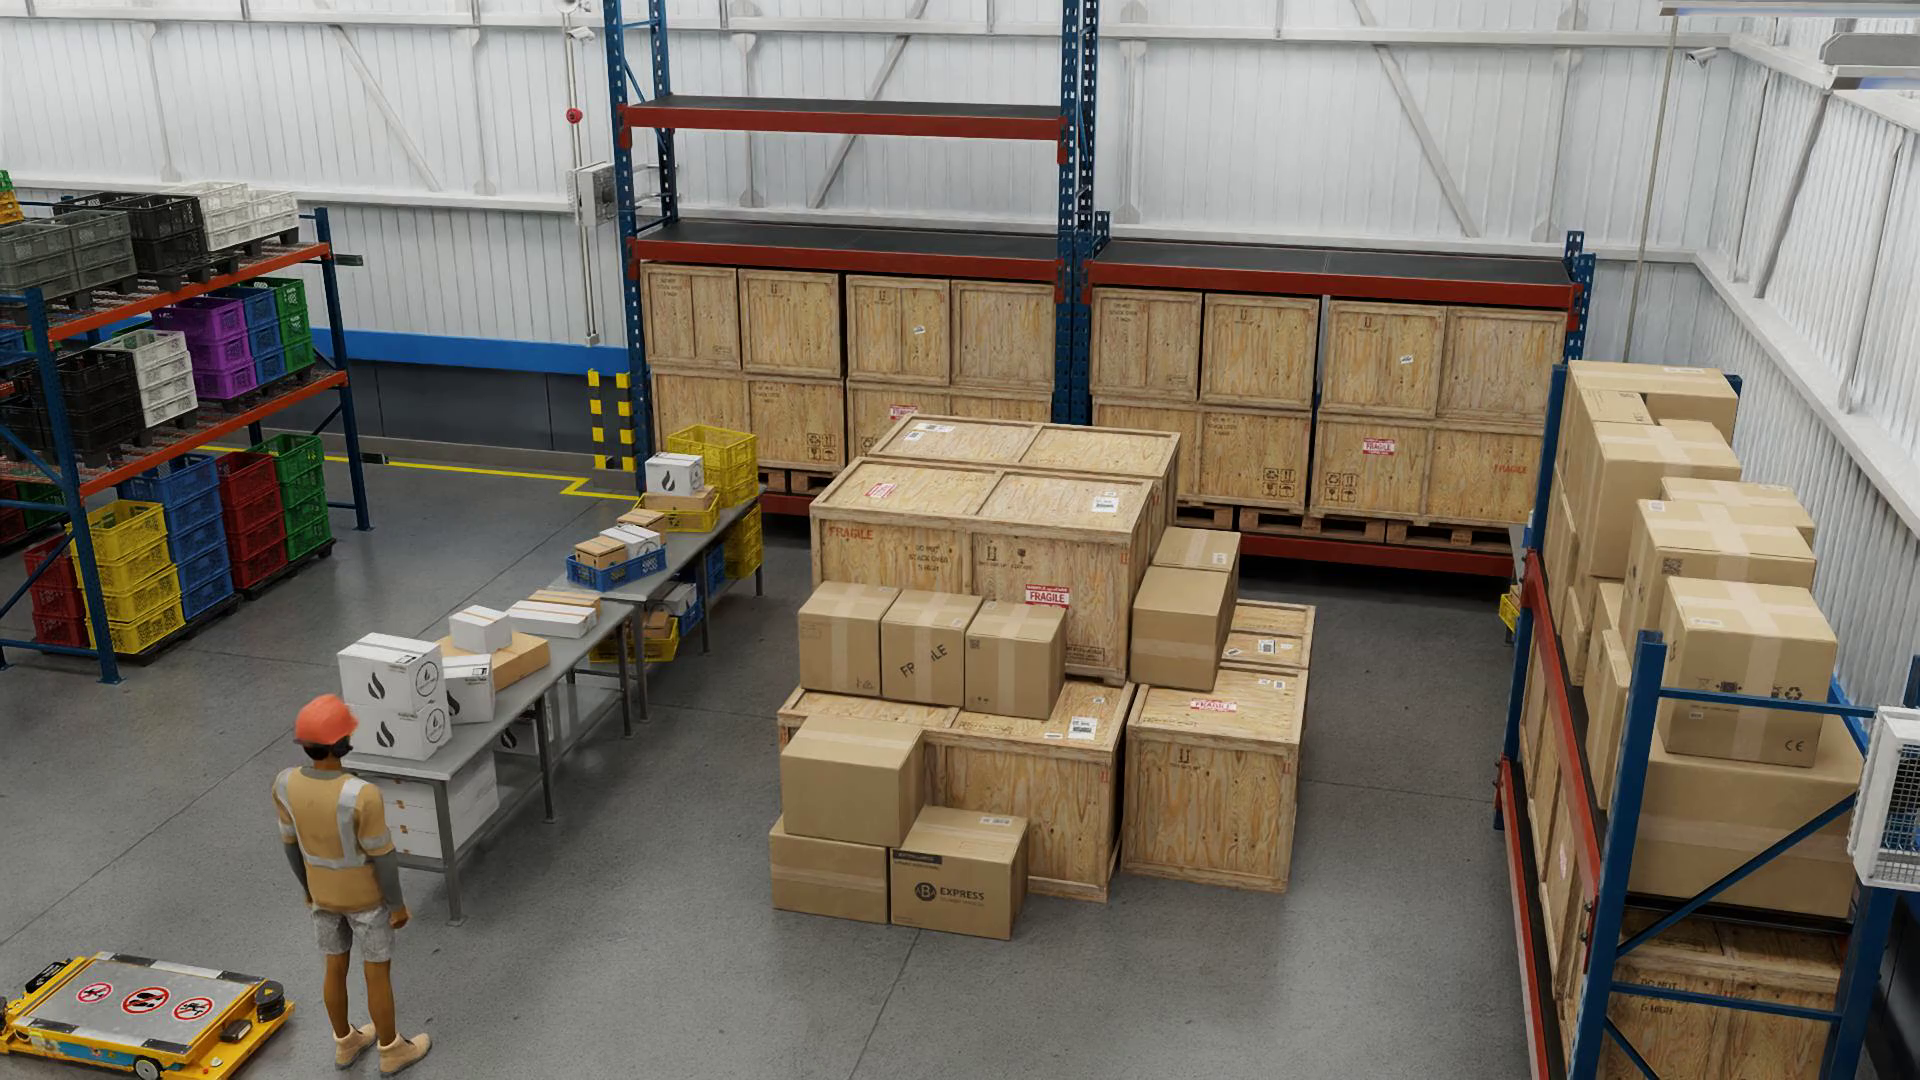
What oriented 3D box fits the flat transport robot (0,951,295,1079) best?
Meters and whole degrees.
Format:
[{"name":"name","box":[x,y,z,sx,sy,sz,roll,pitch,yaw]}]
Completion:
[{"name":"flat transport robot","box":[-4.270,2.464,8.601,1.431,0.231,0.659,5,22,13]}]

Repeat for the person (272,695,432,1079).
[{"name":"person","box":[-2.975,1.696,8.122,0.606,2.048,0.366,7,22,17]}]
